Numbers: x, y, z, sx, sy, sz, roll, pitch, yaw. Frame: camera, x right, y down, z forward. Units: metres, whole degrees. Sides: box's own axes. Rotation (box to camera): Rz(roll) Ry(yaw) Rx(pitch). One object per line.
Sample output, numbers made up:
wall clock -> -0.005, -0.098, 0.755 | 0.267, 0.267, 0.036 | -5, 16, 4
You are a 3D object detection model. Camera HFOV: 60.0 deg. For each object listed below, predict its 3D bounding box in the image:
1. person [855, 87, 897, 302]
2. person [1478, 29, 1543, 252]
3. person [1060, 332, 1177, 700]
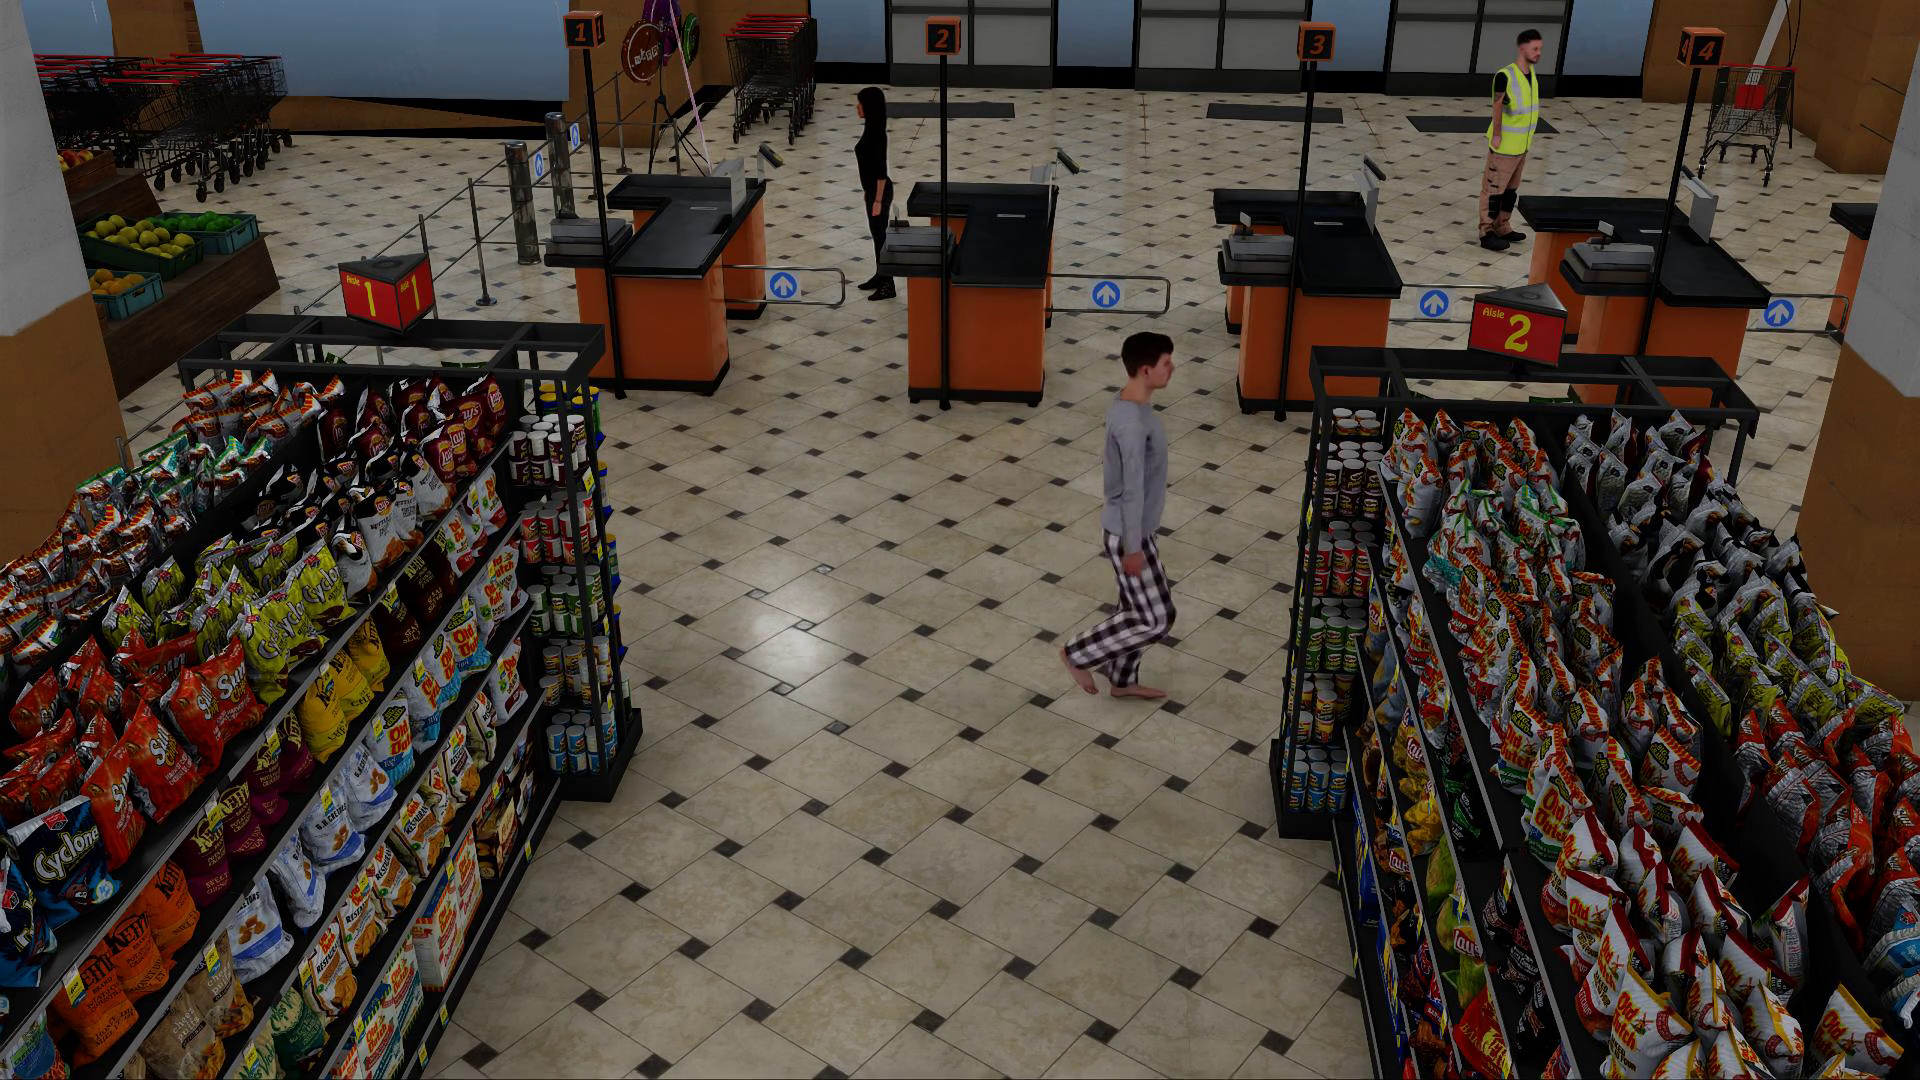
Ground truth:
person -> -0.643, -2.713, 13.010 | 0.690, 1.641, 0.545 | -6, 28, -12
person -> 4.701, -3.425, 14.188 | 0.914, 1.845, 0.845 | 23, 35, 37
person -> 0.697, -0.059, 7.564 | 0.715, 1.833, 0.695 | 4, 27, 8
